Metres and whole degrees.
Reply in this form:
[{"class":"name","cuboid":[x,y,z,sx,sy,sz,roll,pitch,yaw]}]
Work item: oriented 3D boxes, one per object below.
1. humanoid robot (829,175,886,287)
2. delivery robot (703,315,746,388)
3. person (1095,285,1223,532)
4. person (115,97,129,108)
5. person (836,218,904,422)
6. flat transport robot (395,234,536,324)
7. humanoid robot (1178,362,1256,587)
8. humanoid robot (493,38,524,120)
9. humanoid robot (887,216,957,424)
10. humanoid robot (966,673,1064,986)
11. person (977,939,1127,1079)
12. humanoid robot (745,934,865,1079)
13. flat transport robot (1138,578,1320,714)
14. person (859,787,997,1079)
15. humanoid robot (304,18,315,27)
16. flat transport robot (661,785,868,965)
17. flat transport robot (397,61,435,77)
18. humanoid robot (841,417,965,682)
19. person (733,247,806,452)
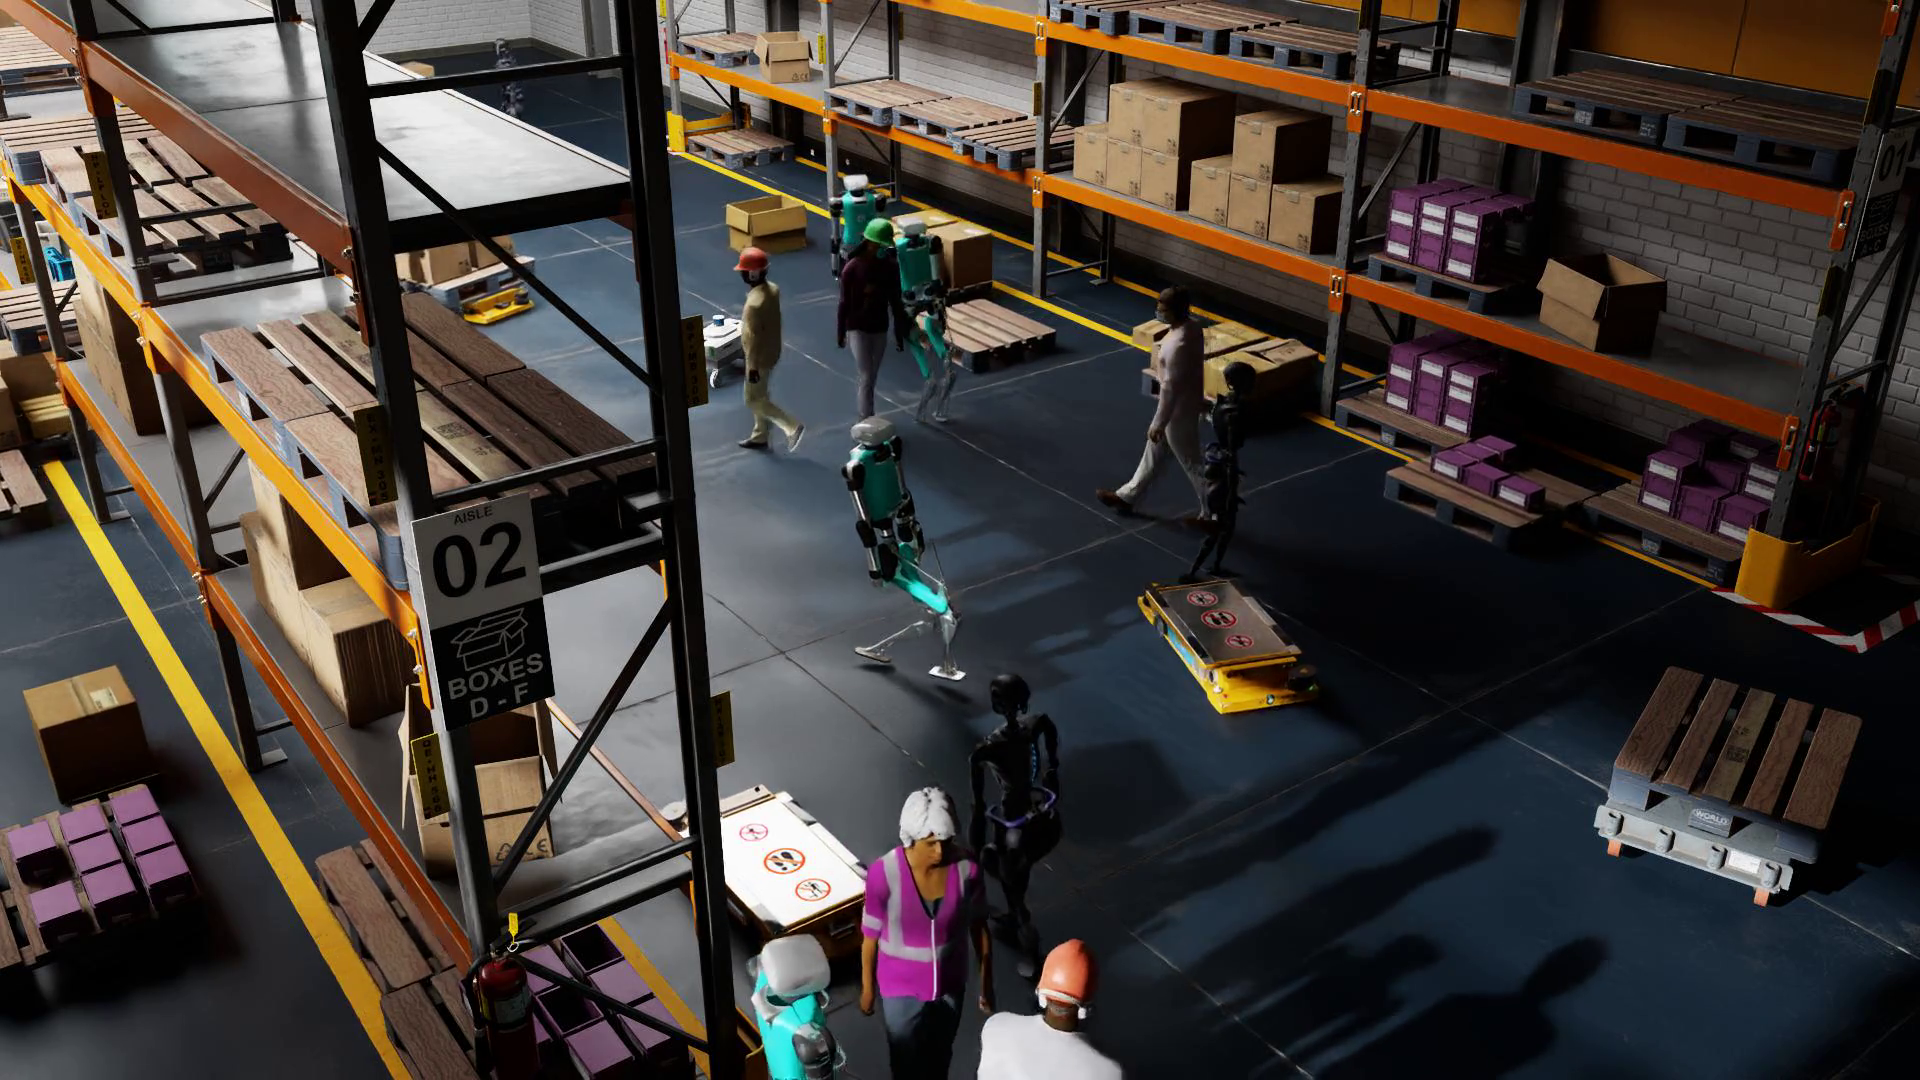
[{"class":"humanoid robot","cuboid":[-1.001,-2.616,15.587,0.538,1.736,1.028,-8,28,-16]},{"class":"delivery robot","cuboid":[-2.175,-1.756,15.155,0.499,0.589,0.782,13,29,24]},{"class":"person","cuboid":[1.517,-0.951,12.088,1.022,1.876,0.642,7,27,13]},{"class":"person","cuboid":[-10.240,-5.095,20.218,0.401,1.986,0.610,12,29,22]},{"class":"person","cuboid":[-0.719,-1.710,13.574,0.516,1.898,0.944,-12,29,-22]},{"class":"flat transport robot","cuboid":[-5.082,-2.482,16.924,1.431,0.231,0.659,16,31,29]},{"class":"humanoid robot","cuboid":[1.753,-0.451,11.335,0.437,1.643,0.603,3,27,7]},{"class":"humanoid robot","cuboid":[-5.929,-5.813,22.040,0.761,1.632,0.600,-14,30,-25]},{"class":"humanoid robot","cuboid":[-0.255,-1.749,13.878,0.532,1.803,0.775,-15,30,-27]},{"class":"humanoid robot","cuboid":[0.233,1.336,7.794,0.610,1.637,0.663,-23,35,-38]},{"class":"person","cuboid":[0.360,2.172,6.042,0.576,1.721,0.609,17,31,30]},{"class":"humanoid robot","cuboid":[-0.363,2.136,6.150,0.772,1.818,0.559,-14,30,-26]},{"class":"flat transport robot","cuboid":[1.704,0.640,10.714,0.659,0.231,1.431,-7,28,-14]},{"class":"person","cuboid":[-0.111,1.802,6.658,0.542,1.829,0.587,-9,28,-17]},{"class":"humanoid robot","cuboid":[-9.020,-6.436,23.217,0.366,1.640,0.611,-23,35,-38]},{"class":"flat transport robot","cuboid":[-0.952,1.707,8.593,0.659,0.231,1.431,-18,32,-31]},{"class":"flat transport robot","cuboid":[-7.751,-5.849,23.621,0.659,0.231,1.431,1,27,2]},{"class":"humanoid robot","cuboid":[-0.229,0.134,10.133,0.990,1.740,0.545,14,30,26]},{"class":"person","cuboid":[-1.558,-1.499,13.334,0.570,1.734,0.567,5,27,10]}]
